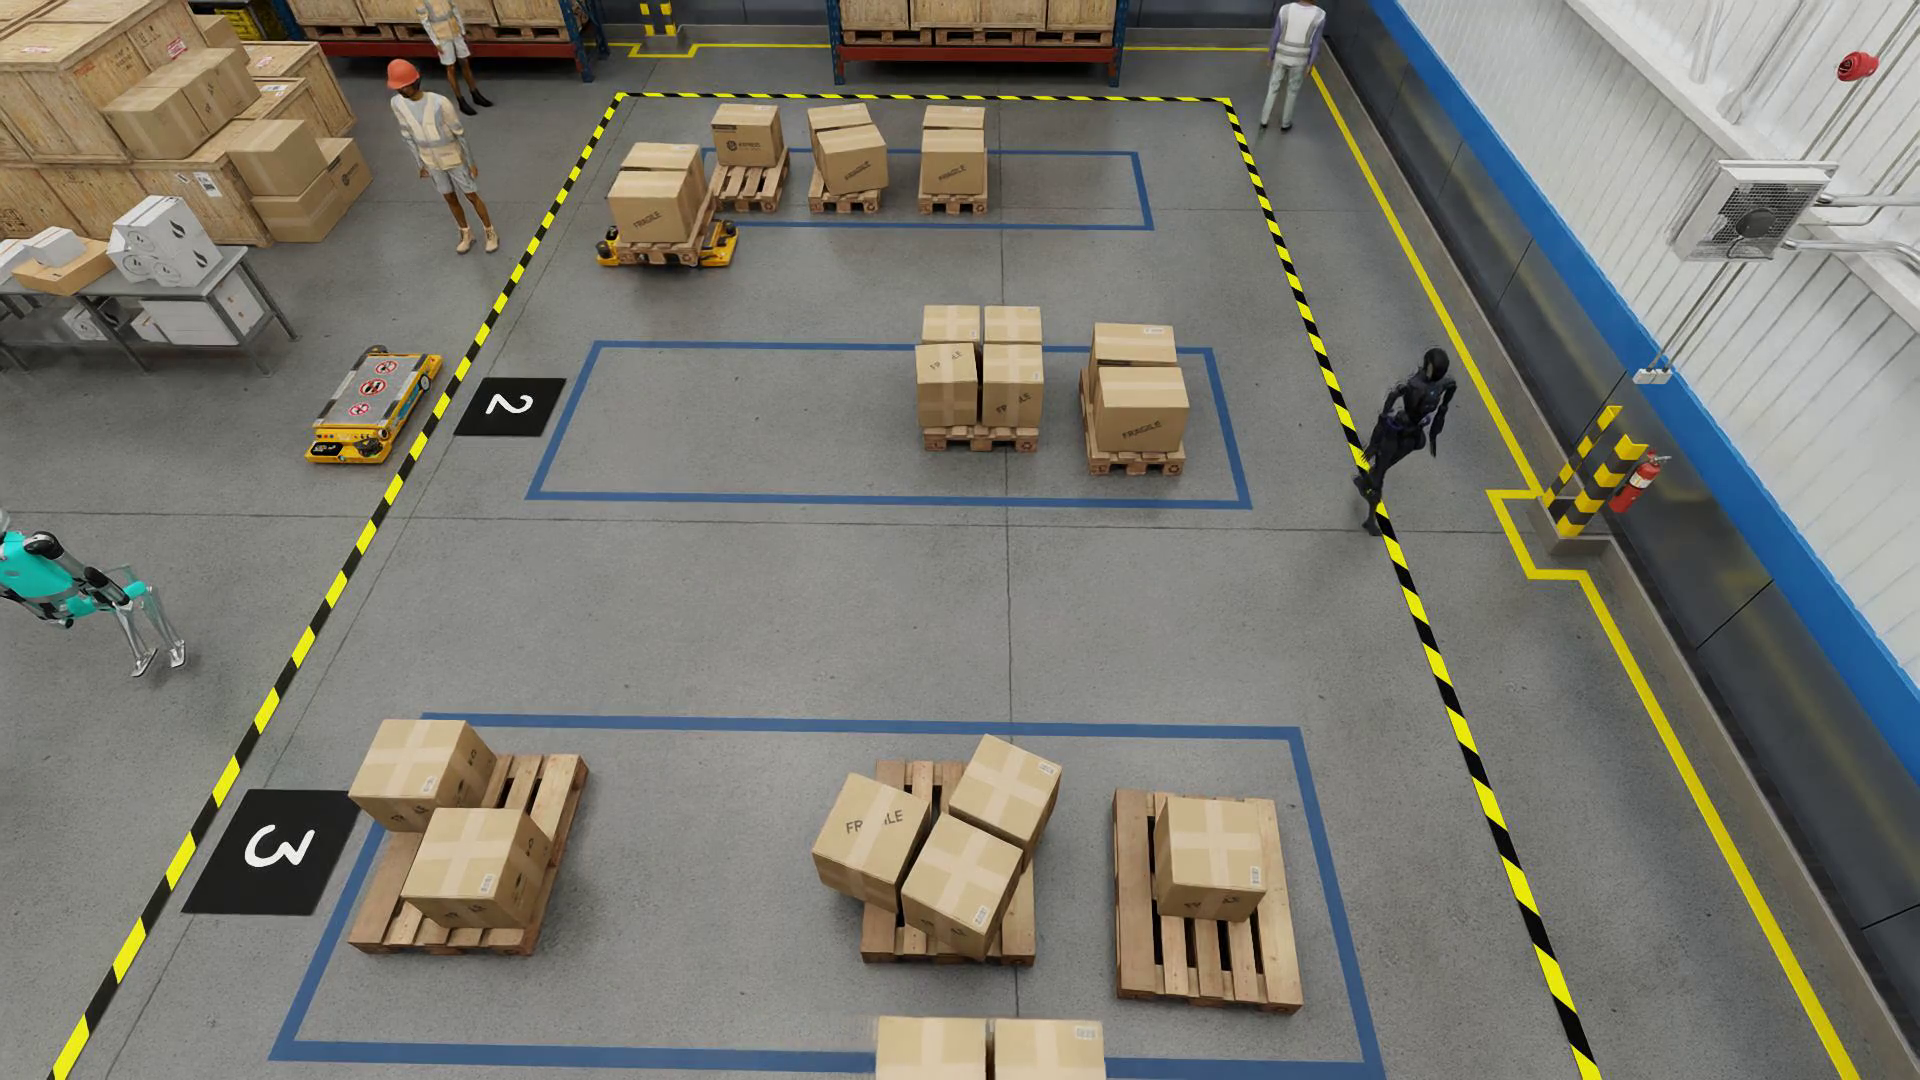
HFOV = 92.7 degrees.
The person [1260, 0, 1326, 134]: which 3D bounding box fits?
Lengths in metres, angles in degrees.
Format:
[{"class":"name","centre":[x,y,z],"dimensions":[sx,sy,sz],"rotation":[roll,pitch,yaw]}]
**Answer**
[{"class":"person","centre":[4.153,-6.043,11.455],"dimensions":[0.599,1.829,0.404],"rotation":[19,52,15]}]

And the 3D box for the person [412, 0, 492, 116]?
[{"class":"person","centre":[-6.591,-6.514,11.792],"dimensions":[0.382,1.934,0.545],"rotation":[23,54,19]}]

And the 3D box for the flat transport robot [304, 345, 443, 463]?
[{"class":"flat transport robot","centre":[-5.383,-1.269,8.441],"dimensions":[0.659,0.231,1.431],"rotation":[1,50,1]}]

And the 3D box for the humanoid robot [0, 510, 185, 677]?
[{"class":"humanoid robot","centre":[-5.809,0.263,6.093],"dimensions":[0.533,1.680,0.735],"rotation":[-12,51,-10]}]

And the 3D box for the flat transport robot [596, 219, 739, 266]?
[{"class":"flat transport robot","centre":[-3.229,-3.306,10.146],"dimensions":[1.431,0.197,0.652],"rotation":[1,50,1]}]

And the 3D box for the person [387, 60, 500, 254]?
[{"class":"person","centre":[-5.379,-3.939,9.541],"dimensions":[0.614,2.037,0.382],"rotation":[-1,50,-1]}]

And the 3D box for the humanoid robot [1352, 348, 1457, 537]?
[{"class":"humanoid robot","centre":[3.477,-0.775,7.122],"dimensions":[0.590,1.631,0.740],"rotation":[-7,50,-6]}]
